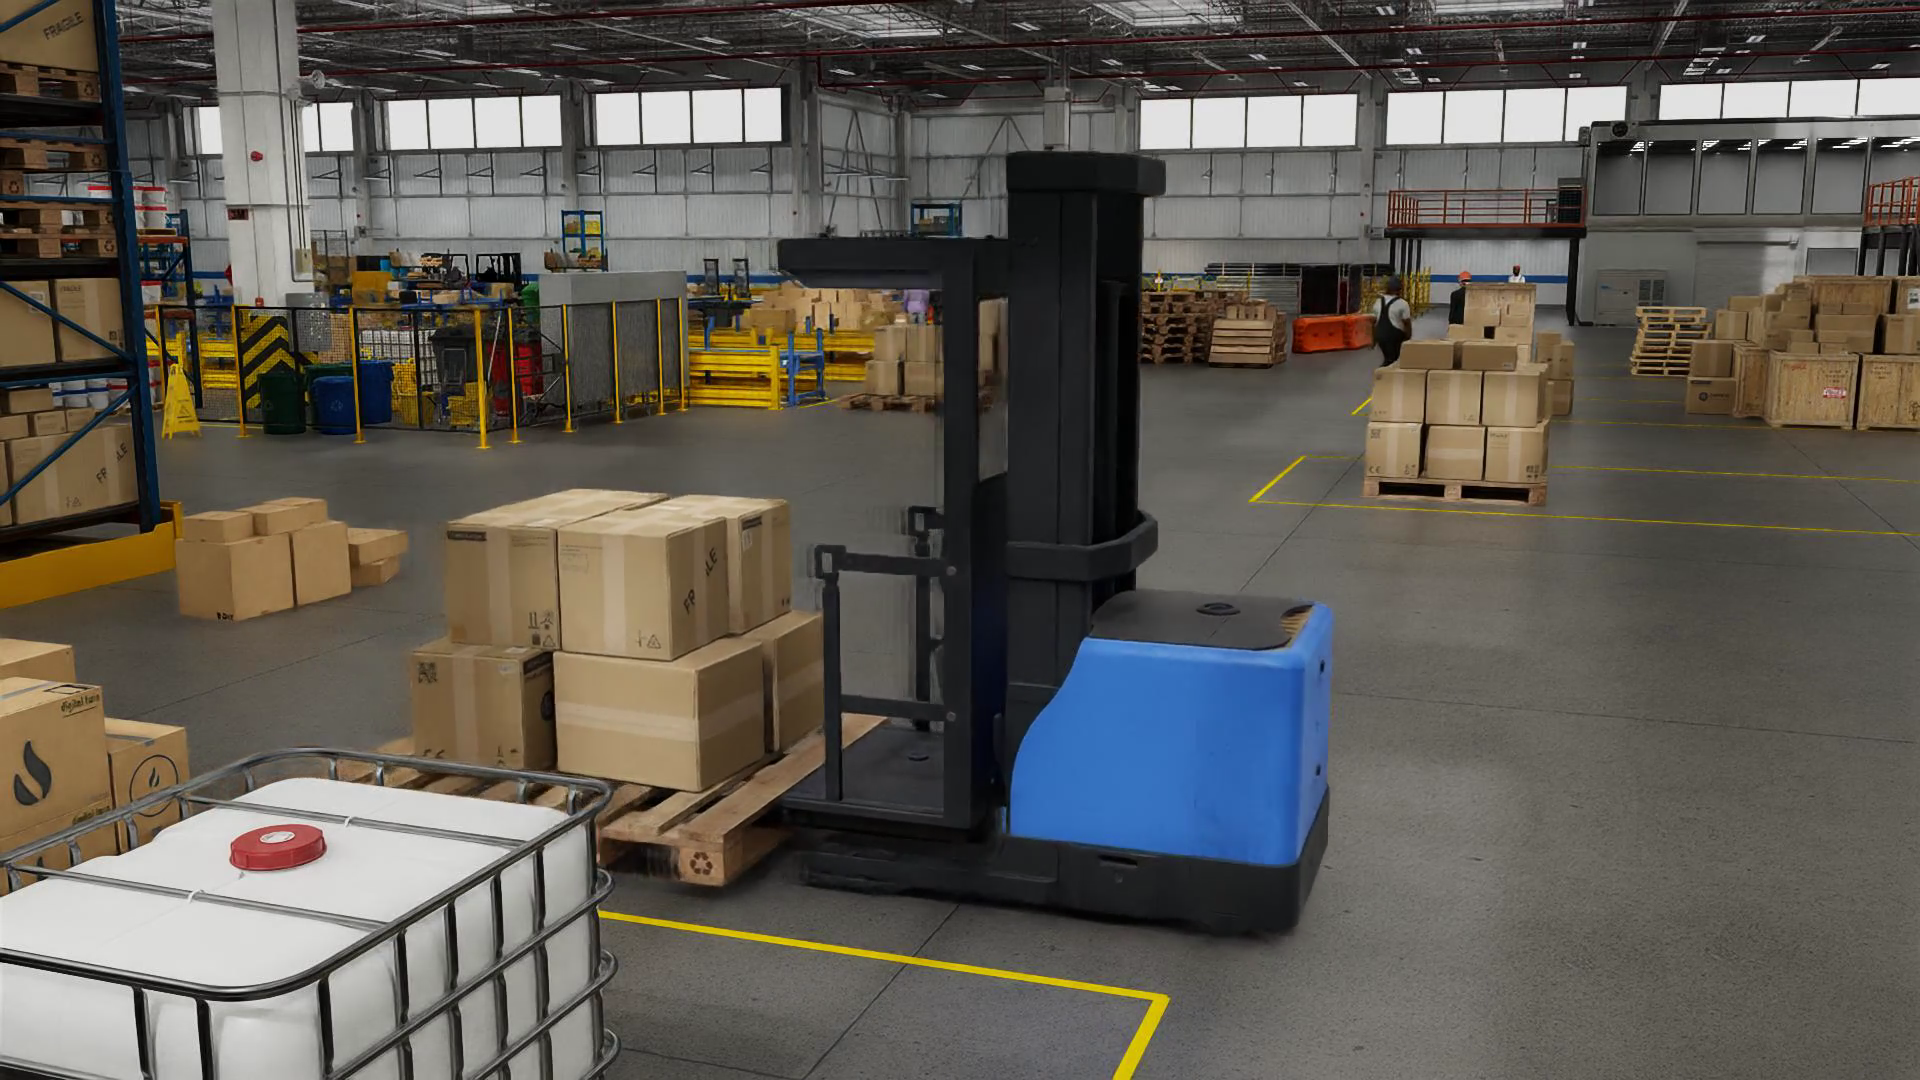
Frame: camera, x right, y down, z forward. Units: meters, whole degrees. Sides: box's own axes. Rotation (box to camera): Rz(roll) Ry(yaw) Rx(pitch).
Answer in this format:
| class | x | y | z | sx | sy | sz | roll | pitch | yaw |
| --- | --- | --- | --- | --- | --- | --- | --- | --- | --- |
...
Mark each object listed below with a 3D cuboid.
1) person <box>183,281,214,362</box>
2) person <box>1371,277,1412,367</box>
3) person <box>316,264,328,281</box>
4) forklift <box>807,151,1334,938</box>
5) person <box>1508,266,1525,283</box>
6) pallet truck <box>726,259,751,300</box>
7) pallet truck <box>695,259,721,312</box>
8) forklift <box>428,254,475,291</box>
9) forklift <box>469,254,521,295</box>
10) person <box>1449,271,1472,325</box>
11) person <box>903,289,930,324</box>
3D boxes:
| class | x | y | z | sx | sy | sz | roll | pitch | yaw |
| --- | --- | --- | --- | --- | --- | --- | --- | --- | --- |
| person | -14.429 | -4.005 | 31.626 | 0.615 | 1.808 | 0.611 | 4 | 11 | 21 |
| person | 7.139 | -3.365 | 27.389 | 1.049 | 2.000 | 0.693 | -7 | 12 | -34 |
| person | -22.494 | -8.824 | 58.752 | 0.426 | 1.819 | 0.627 | -8 | 13 | -38 |
| forklift | 0.473 | -0.065 | 6.438 | 1.873 | 2.768 | 1.129 | 3 | 11 | 19 |
| person | 16.631 | -7.272 | 49.829 | 0.342 | 1.882 | 0.586 | -7 | 12 | -35 |
| pallet truck | -7.986 | -9.493 | 62.019 | 0.823 | 1.965 | 1.885 | 3 | 11 | 17 |
| pallet truck | -9.165 | -9.627 | 62.776 | 0.823 | 1.965 | 1.885 | 4 | 11 | 23 |
| forklift | -20.133 | -10.254 | 65.465 | 1.157 | 1.987 | 2.680 | 3 | 11 | 19 |
| forklift | -17.990 | -10.121 | 64.684 | 1.157 | 1.987 | 2.680 | 3 | 11 | 17 |
| person | 9.741 | -4.195 | 32.193 | 0.608 | 1.995 | 0.377 | -2 | 10 | -9 |
| person | -0.999 | -5.263 | 38.101 | 0.605 | 2.033 | 0.391 | -1 | 10 | -3 |
